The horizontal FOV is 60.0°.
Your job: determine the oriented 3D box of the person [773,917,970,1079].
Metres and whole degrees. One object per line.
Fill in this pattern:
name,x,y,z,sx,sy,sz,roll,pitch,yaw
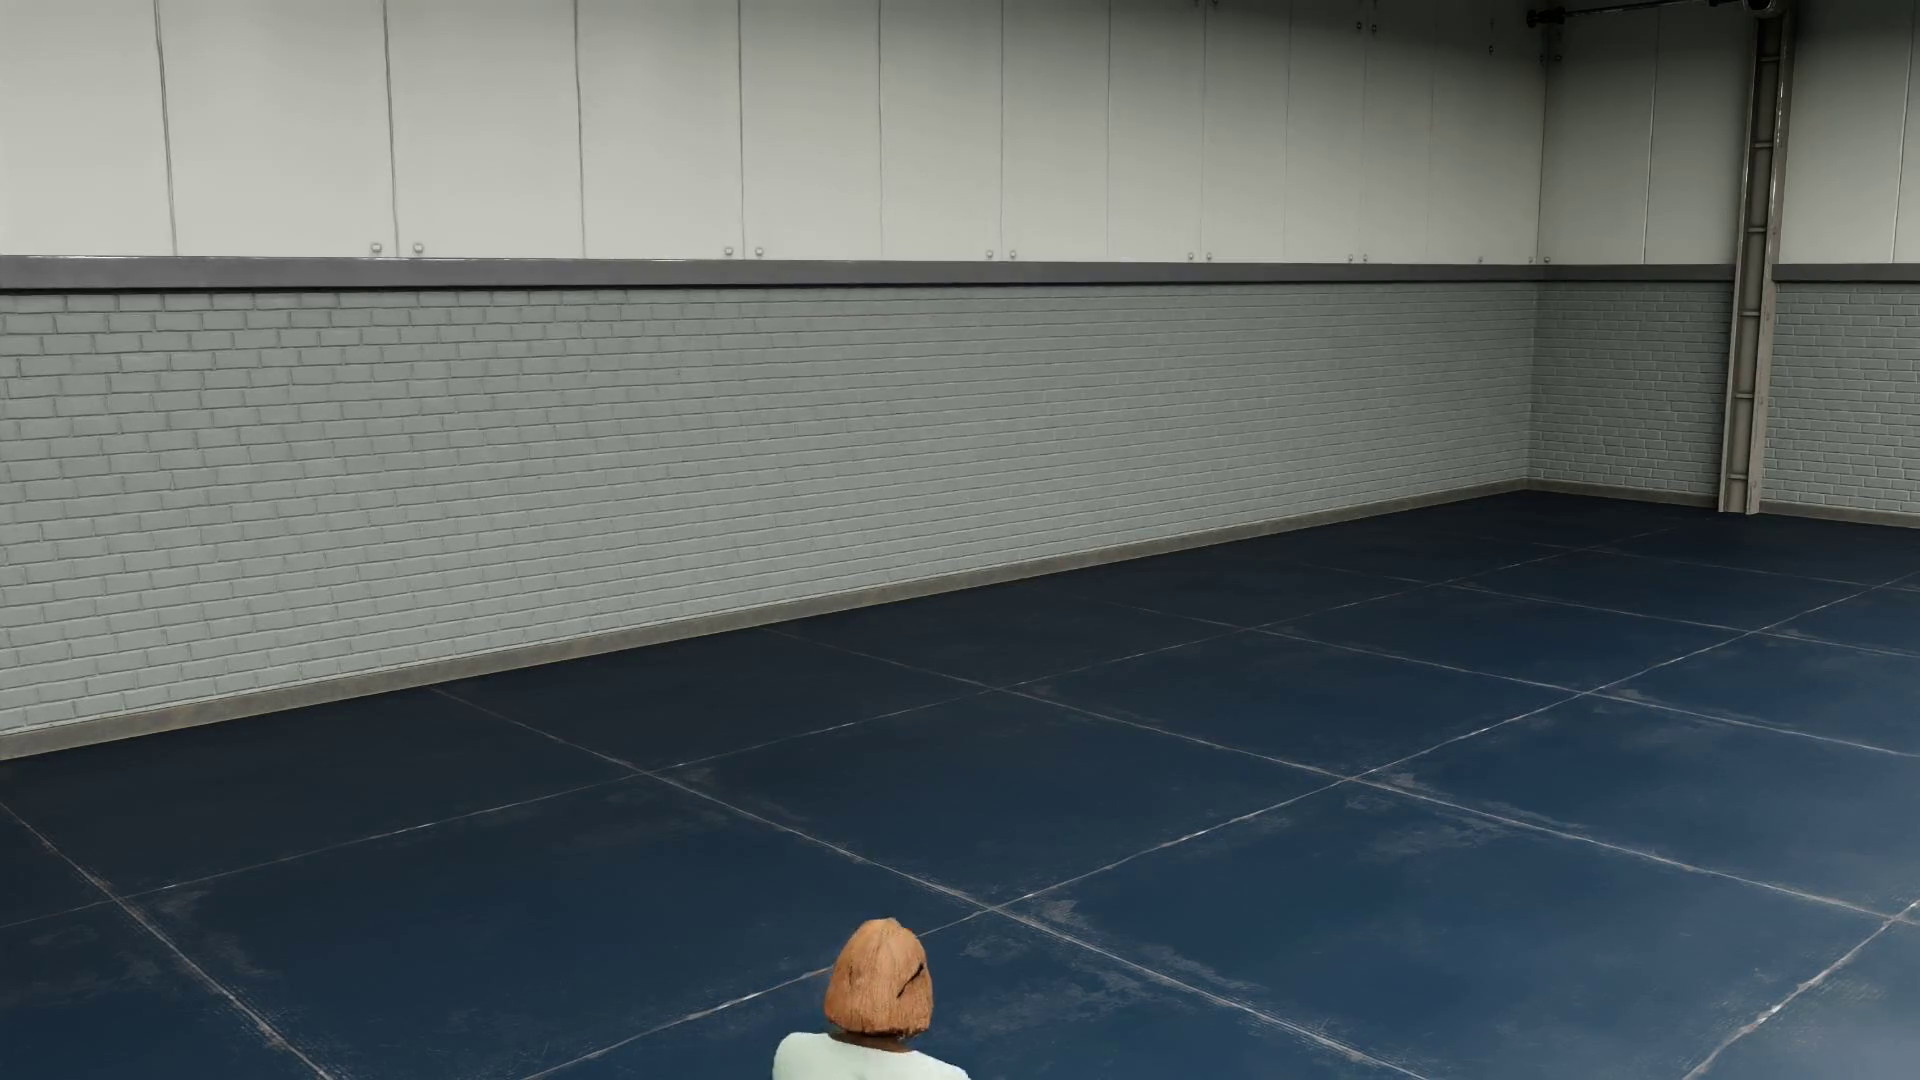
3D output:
person,-0.216,1.640,3.737,0.507,1.604,0.756,3,10,19
